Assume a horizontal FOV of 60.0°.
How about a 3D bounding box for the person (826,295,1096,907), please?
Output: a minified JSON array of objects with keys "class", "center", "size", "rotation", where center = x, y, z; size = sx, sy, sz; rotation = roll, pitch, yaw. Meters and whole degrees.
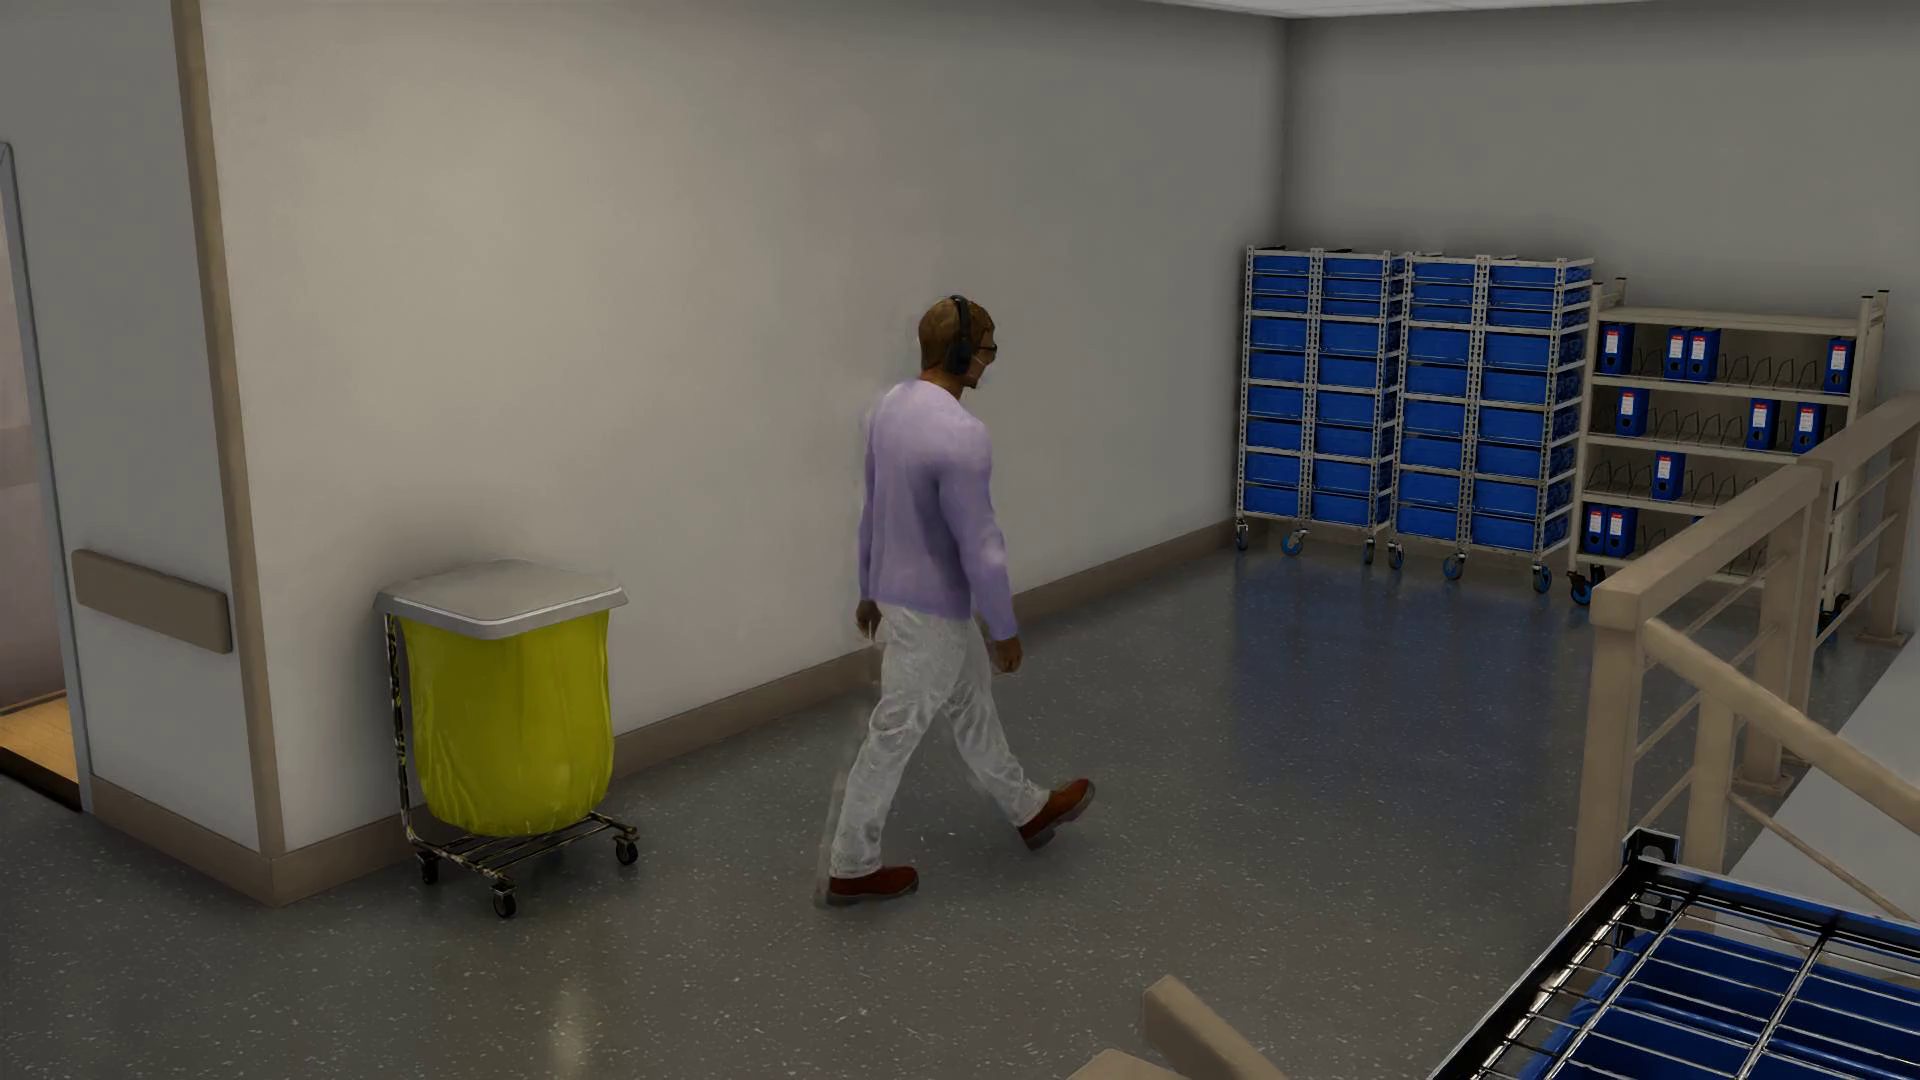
[{"class":"person","center":[0.012,0.191,5.165],"size":[1.018,1.879,0.643],"rotation":[-5,14,-21]}]
